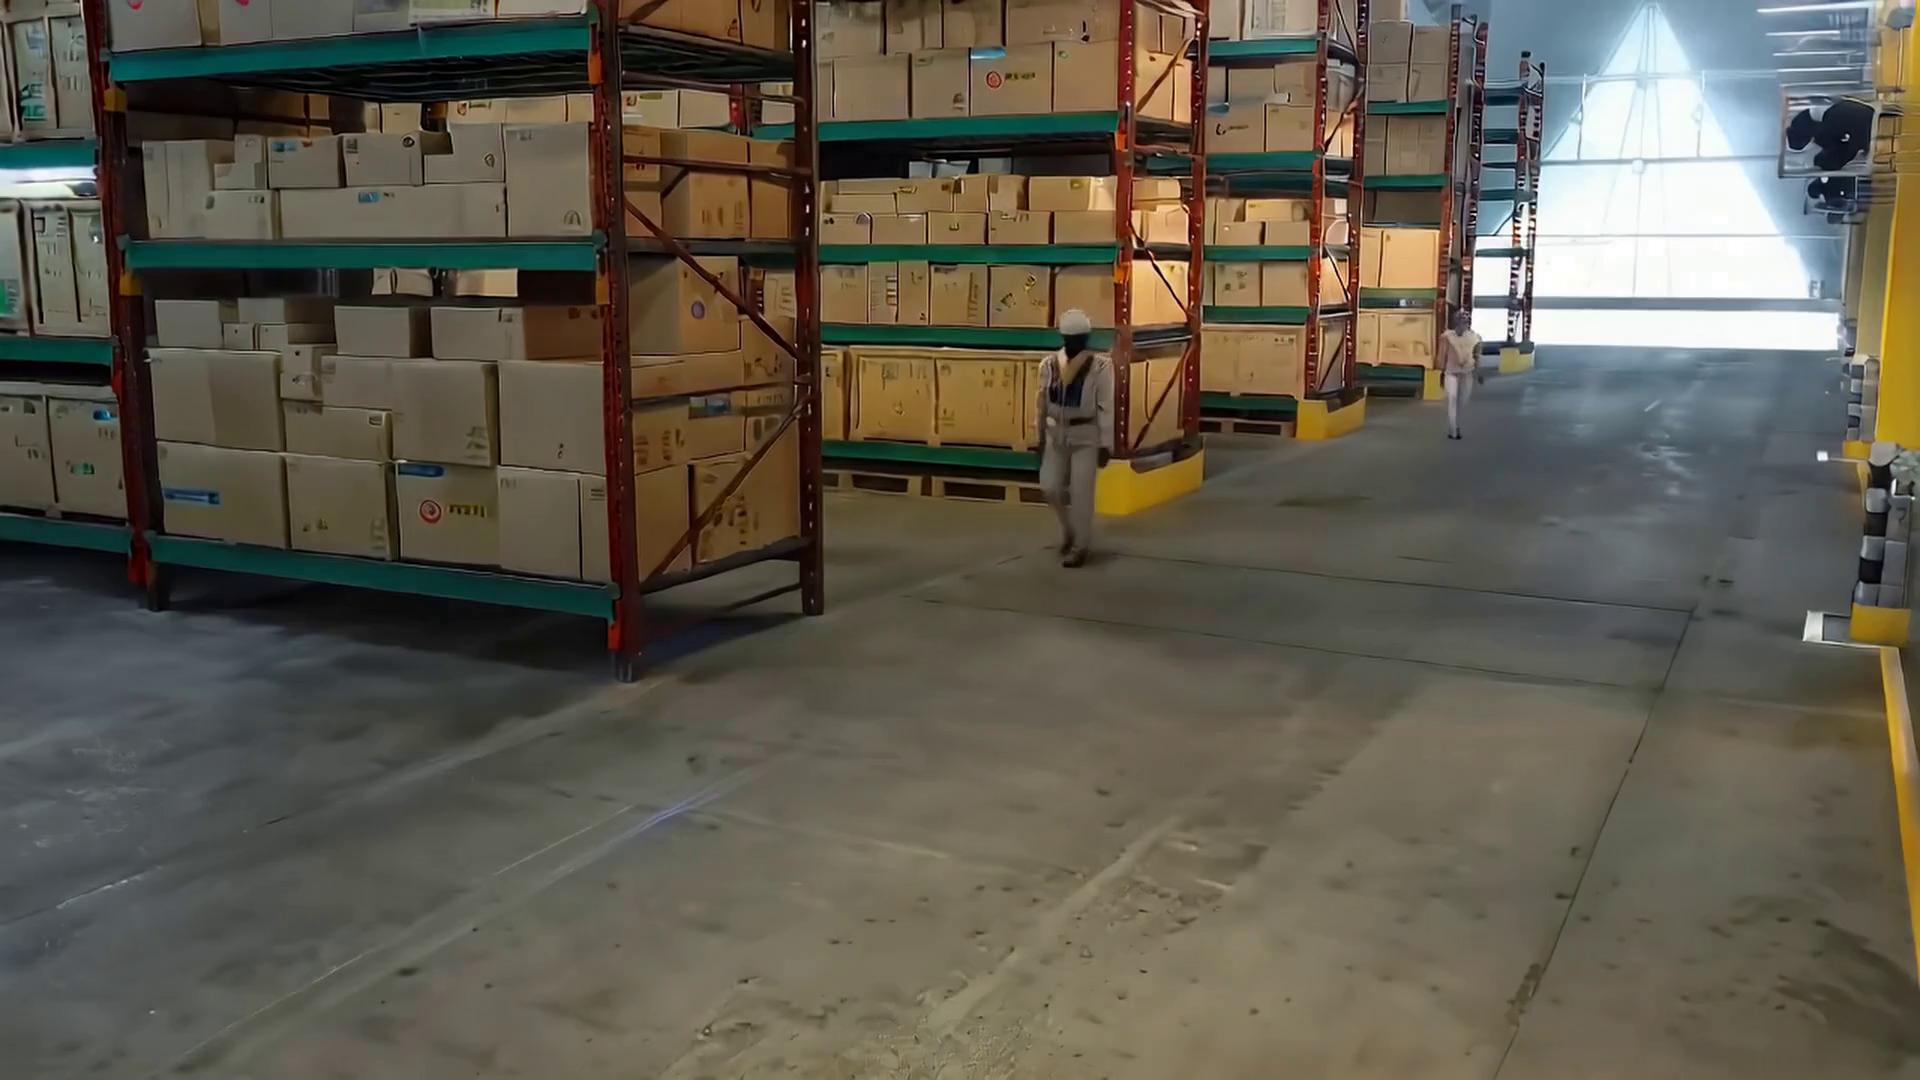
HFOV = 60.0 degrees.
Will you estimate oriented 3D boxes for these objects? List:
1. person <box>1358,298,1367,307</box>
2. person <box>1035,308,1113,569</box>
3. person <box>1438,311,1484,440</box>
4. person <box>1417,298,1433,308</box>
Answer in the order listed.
[{"bbox_3d":[7.732,-4.313,32.940,0.631,1.940,0.372,2,10,13],"label":"person"},{"bbox_3d":[0.846,-0.754,12.352,0.623,1.927,0.502,5,11,28],"label":"person"},{"bbox_3d":[6.232,-2.027,20.634,0.536,1.606,0.770,1,10,5],"label":"person"},{"bbox_3d":[10.132,-4.792,35.790,0.794,1.906,0.565,5,11,28],"label":"person"}]
